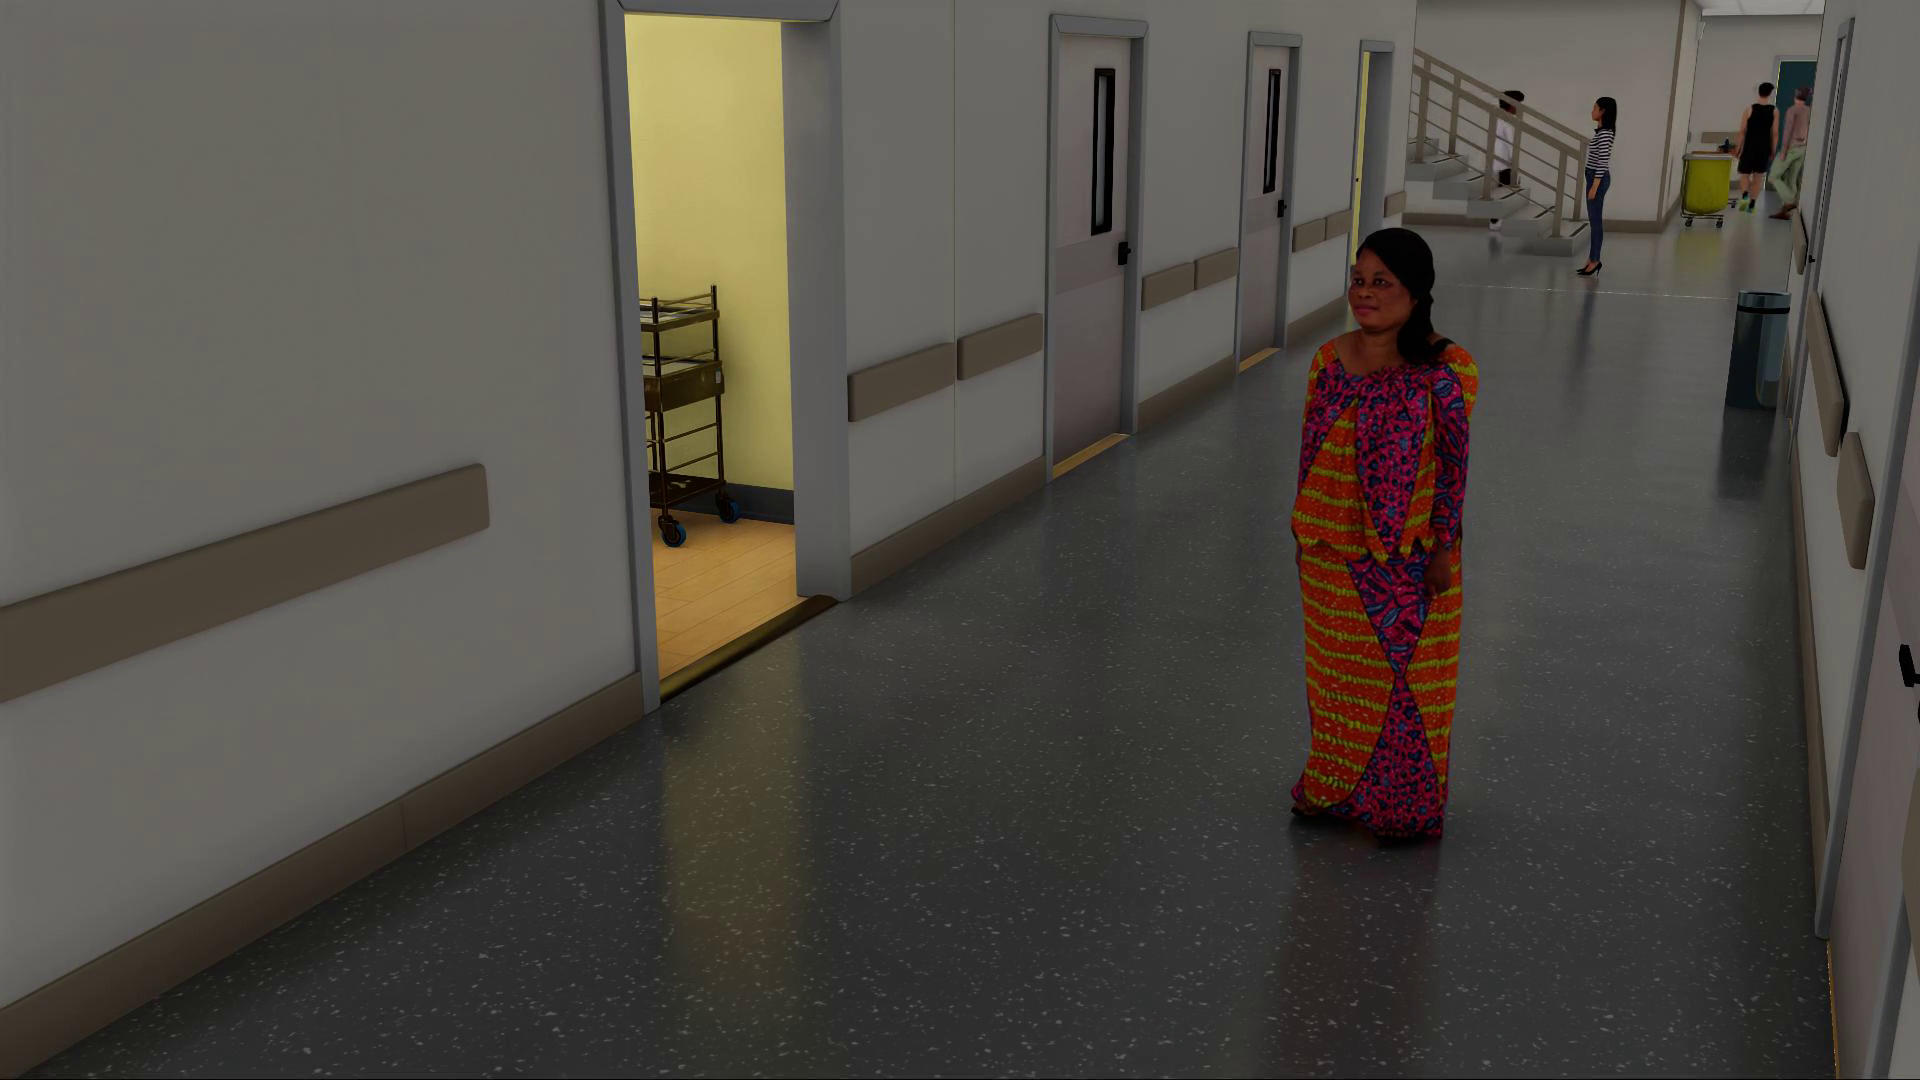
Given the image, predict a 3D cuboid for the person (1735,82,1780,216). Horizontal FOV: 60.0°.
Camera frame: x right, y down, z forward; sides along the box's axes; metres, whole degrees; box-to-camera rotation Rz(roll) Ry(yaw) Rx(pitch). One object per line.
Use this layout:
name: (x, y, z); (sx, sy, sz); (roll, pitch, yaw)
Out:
person: (11.636, -5.709, 24.308); (0.634, 1.882, 0.755); (7, 17, 23)

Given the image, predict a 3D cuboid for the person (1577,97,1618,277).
person: (6.564, -3.639, 17.122); (0.504, 1.797, 0.599); (5, 17, 18)

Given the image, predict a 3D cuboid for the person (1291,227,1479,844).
person: (1.138, -0.020, 4.499); (0.681, 1.681, 0.802); (13, 20, 38)

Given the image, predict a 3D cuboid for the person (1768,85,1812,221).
person: (11.718, -5.386, 23.229); (0.847, 1.845, 0.905); (-9, 18, -29)

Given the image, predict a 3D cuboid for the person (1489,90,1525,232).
person: (7.105, -4.983, 21.885); (0.642, 1.800, 0.660); (4, 16, 14)
